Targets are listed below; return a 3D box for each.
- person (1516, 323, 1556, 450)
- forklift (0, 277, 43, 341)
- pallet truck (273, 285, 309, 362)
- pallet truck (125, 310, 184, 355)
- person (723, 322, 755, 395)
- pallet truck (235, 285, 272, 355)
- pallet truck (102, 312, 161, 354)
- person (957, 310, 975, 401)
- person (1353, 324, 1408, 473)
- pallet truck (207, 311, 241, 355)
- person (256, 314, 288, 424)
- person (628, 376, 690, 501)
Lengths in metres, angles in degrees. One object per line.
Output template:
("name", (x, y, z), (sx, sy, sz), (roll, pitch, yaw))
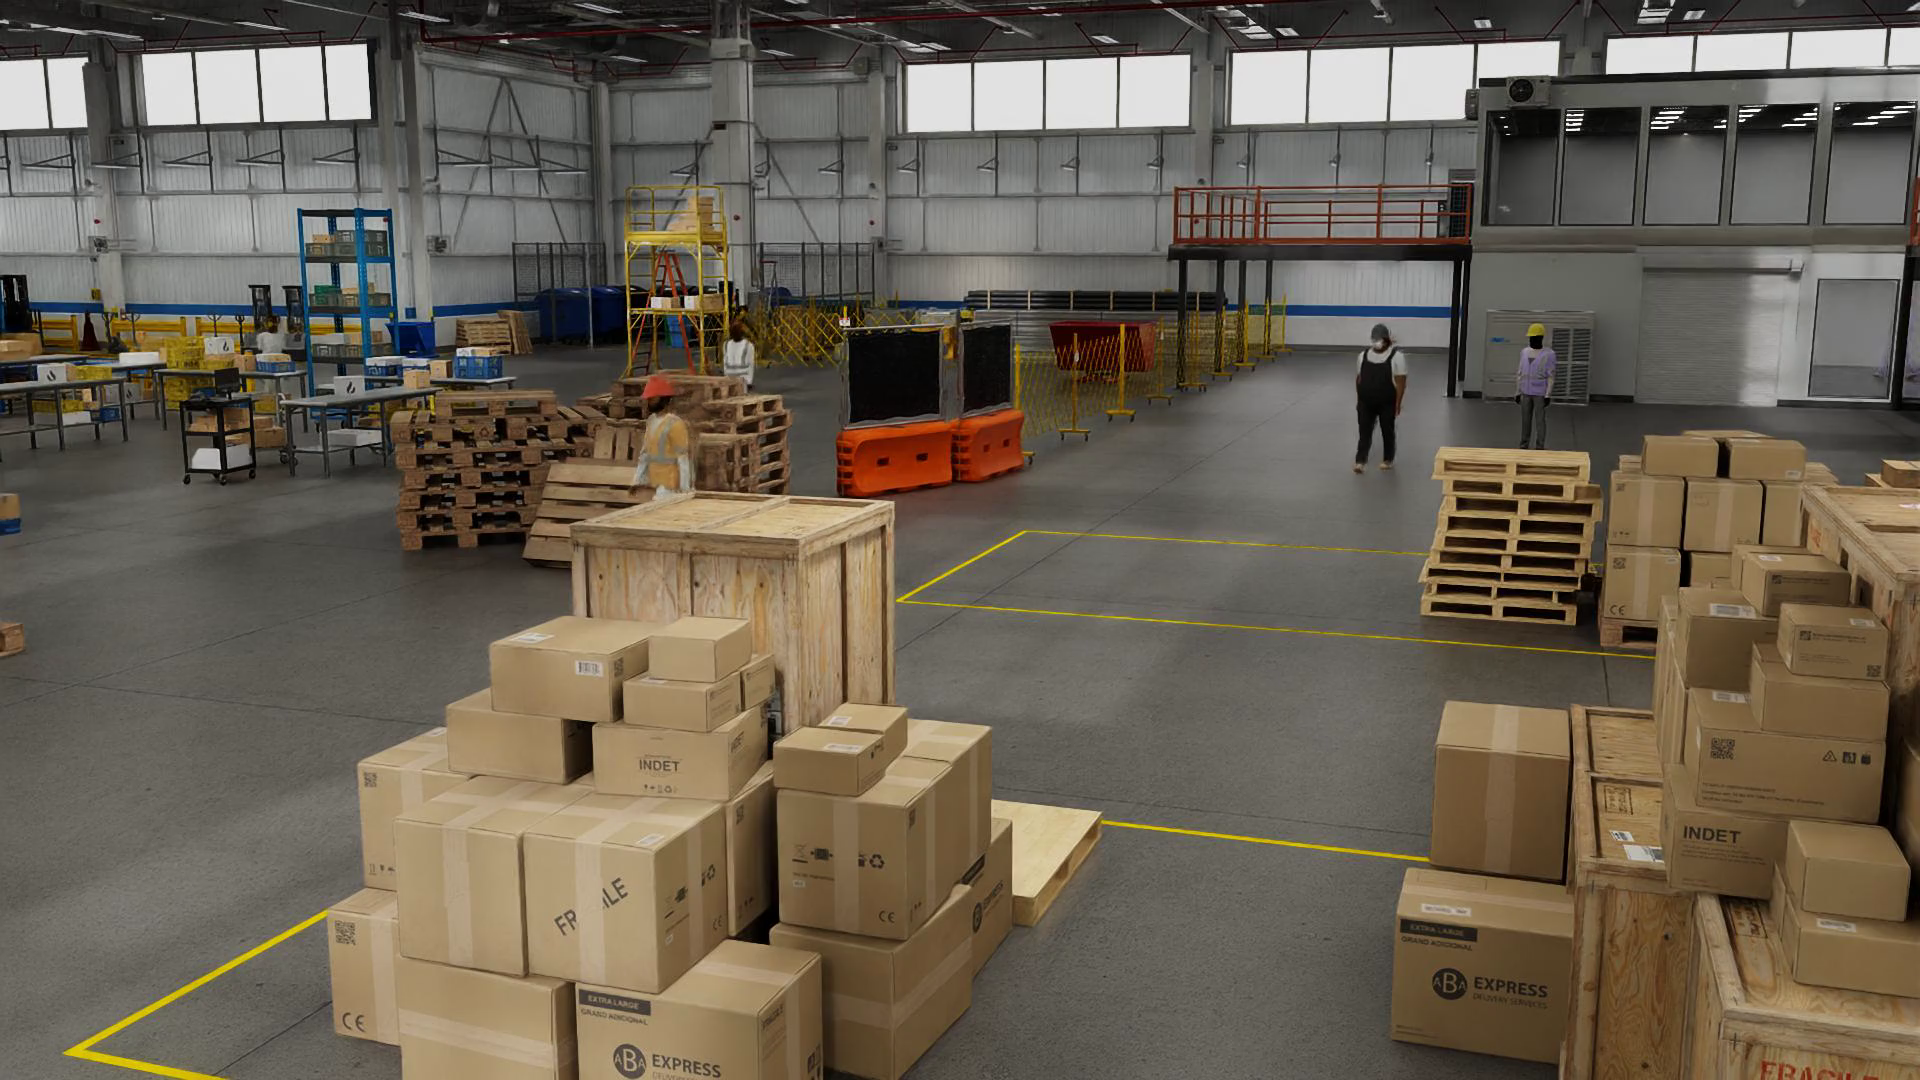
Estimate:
("person", (8.154, -2.108, 23.633), (0.369, 1.927, 0.587), (-7, 12, -35))
("forklift", (-27.151, -6.329, 46.328), (1.157, 1.987, 2.680), (3, 11, 17))
("pallet truck", (-17.147, -5.700, 43.663), (0.823, 1.965, 1.885), (3, 11, 17))
("pallet truck", (-22.038, -5.665, 45.457), (0.704, 1.261, 1.522), (3, 11, 17))
("person", (-3.485, -2.469, 25.913), (0.608, 1.831, 0.966), (4, 11, 22))
("pallet truck", (-18.327, -5.835, 44.421), (0.823, 1.965, 1.885), (4, 11, 23))
("pallet truck", (-23.057, -5.777, 46.261), (0.680, 1.201, 1.601), (3, 11, 19))
("person", (0.103, -3.605, 32.514), (0.308, 1.769, 0.525), (-3, 10, -14))
("person", (5.604, -1.917, 22.233), (0.696, 2.000, 1.012), (6, 12, 30))
("pallet truck", (-19.537, -5.575, 44.913), (0.653, 1.274, 1.630), (3, 11, 19))
("person", (-11.695, -2.912, 28.323), (0.309, 1.868, 0.534), (8, 13, 39))
("person", (-2.661, -0.508, 14.747), (1.000, 1.883, 0.547), (-7, 12, -33))
